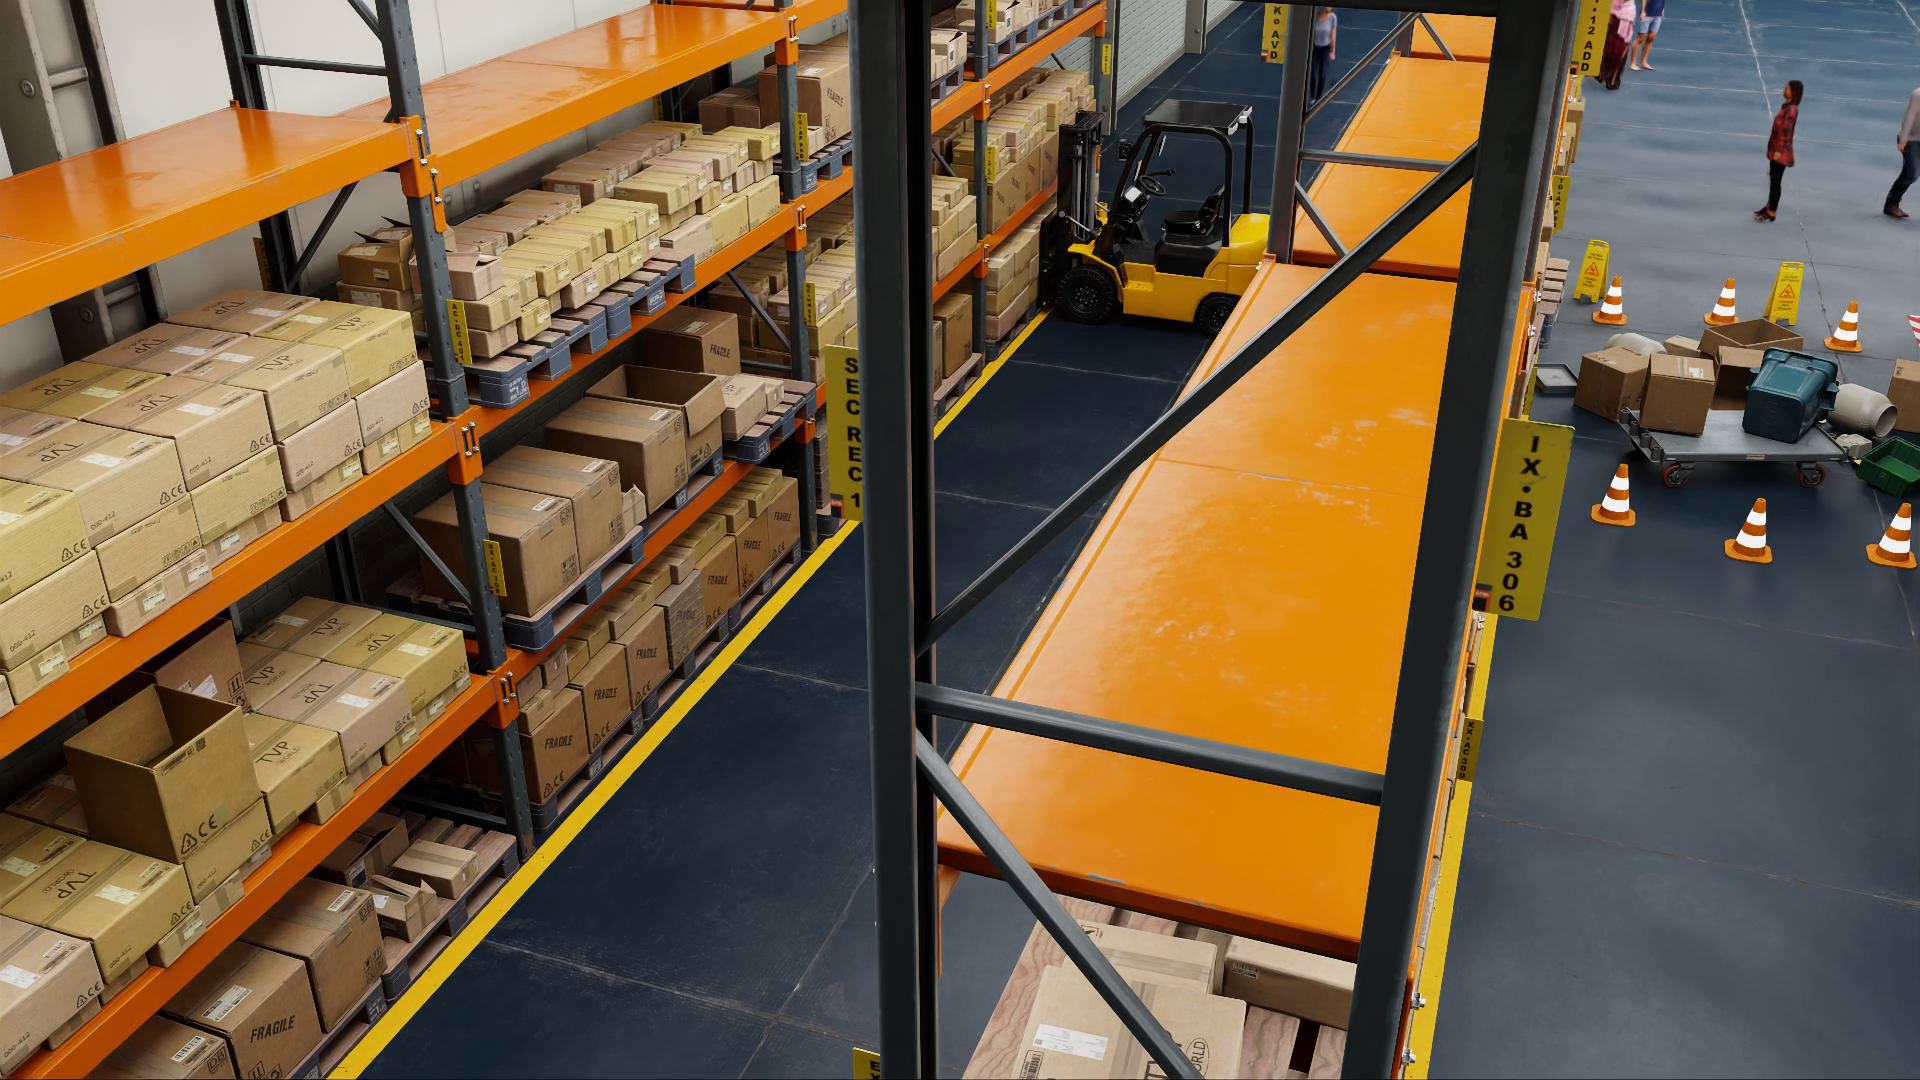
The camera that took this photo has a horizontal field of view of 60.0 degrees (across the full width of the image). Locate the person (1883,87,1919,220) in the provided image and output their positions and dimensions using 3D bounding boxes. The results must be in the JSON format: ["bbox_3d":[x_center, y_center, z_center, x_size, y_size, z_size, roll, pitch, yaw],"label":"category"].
[{"bbox_3d":[11.604,-4.900,20.354,0.836,1.894,0.932,-17,33,-29],"label":"person"}]

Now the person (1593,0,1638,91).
[{"bbox_3d":[10.454,-8.040,26.522,0.786,1.638,0.820,1,28,2],"label":"person"}]

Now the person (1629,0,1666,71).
[{"bbox_3d":[11.516,-8.792,27.713,0.702,1.846,0.742,-9,29,-17],"label":"person"}]

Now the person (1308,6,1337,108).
[{"bbox_3d":[5.490,-7.452,25.348,0.642,1.704,0.915,11,30,20],"label":"person"}]

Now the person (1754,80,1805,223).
[{"bbox_3d":[10.003,-4.747,20.270,0.664,1.703,0.475,10,30,18],"label":"person"}]
